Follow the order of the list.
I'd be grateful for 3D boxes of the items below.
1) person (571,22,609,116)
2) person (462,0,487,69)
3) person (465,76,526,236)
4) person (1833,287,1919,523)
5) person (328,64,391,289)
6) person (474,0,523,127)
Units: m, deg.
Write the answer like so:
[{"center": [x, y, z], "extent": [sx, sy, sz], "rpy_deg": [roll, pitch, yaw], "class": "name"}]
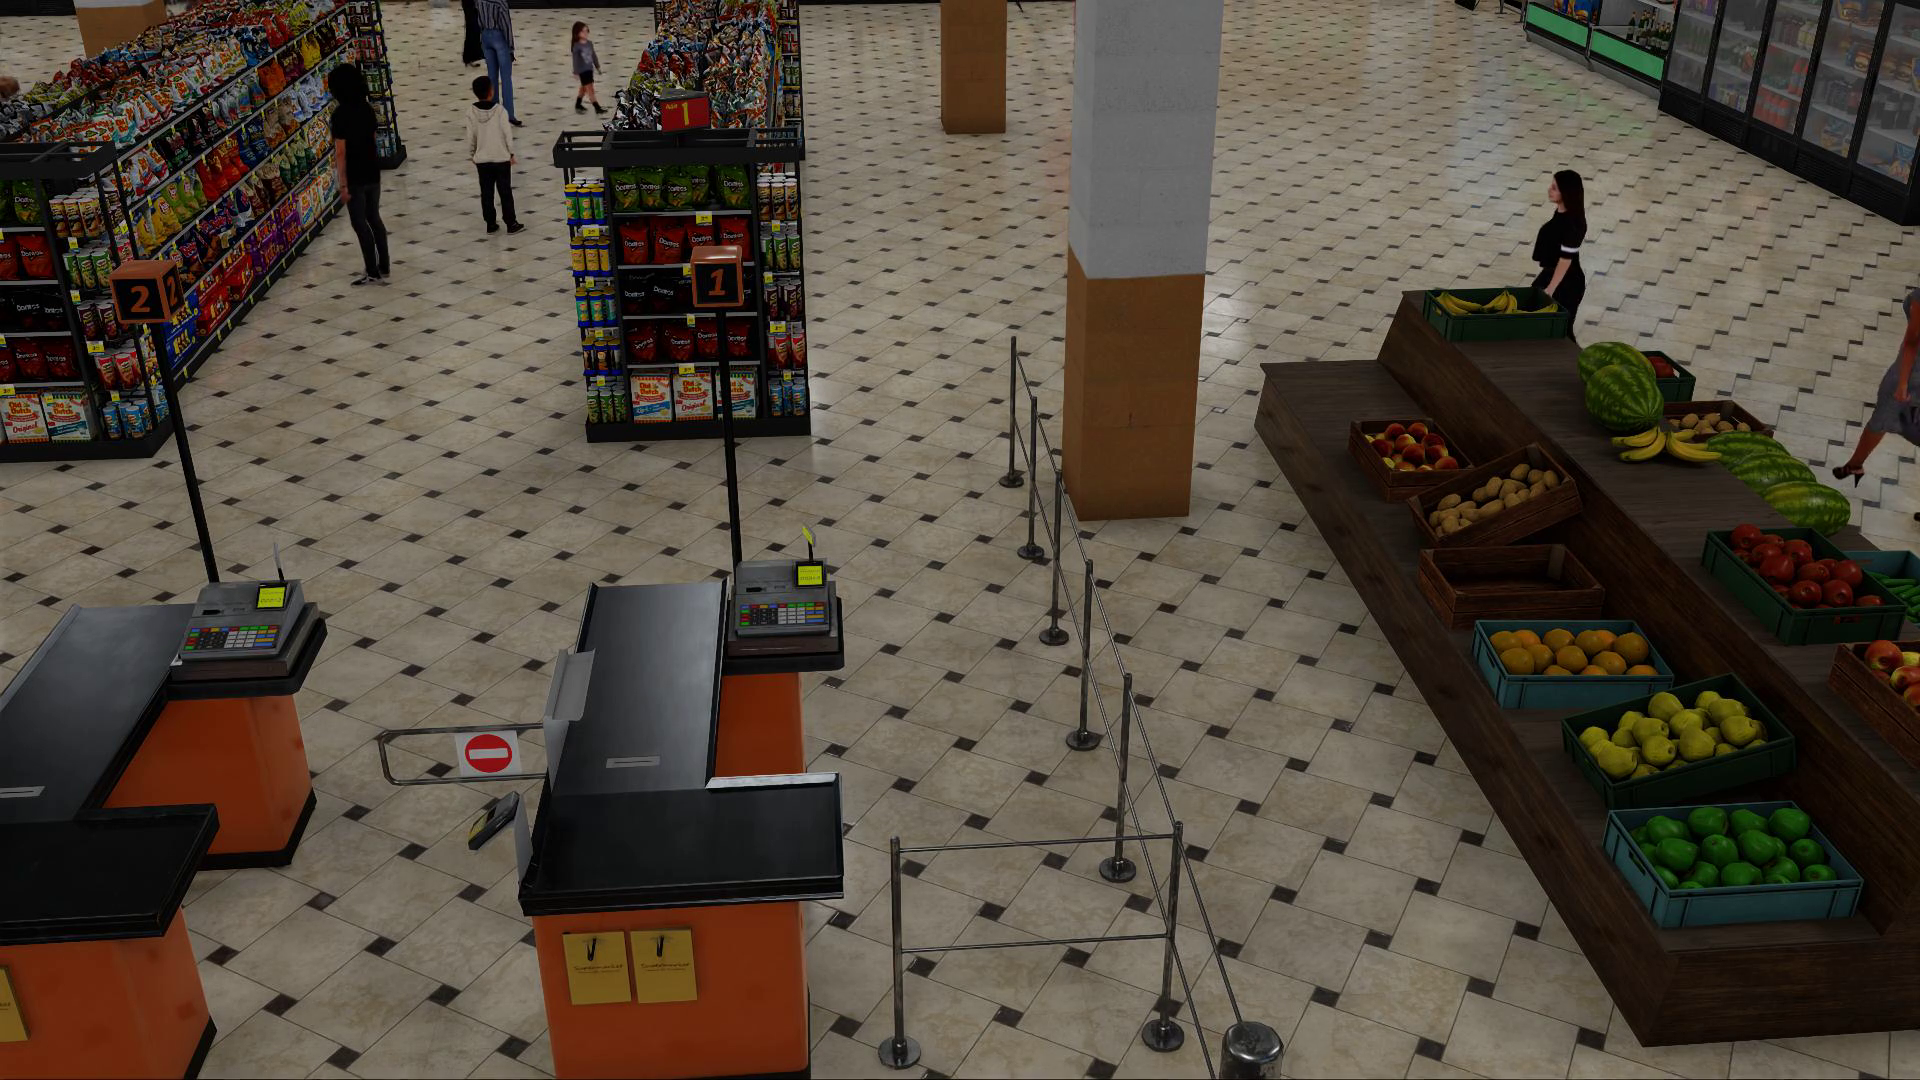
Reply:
[{"center": [-4.552, -5.676, 20.033], "extent": [0.769, 1.080, 0.784], "rpy_deg": [13, 30, 24], "class": "person"}, {"center": [-6.665, -7.181, 22.448], "extent": [0.846, 1.580, 0.833], "rpy_deg": [-15, 31, -27], "class": "person"}, {"center": [-4.355, -3.568, 15.462], "extent": [0.614, 1.455, 0.570], "rpy_deg": [3, 27, 5], "class": "person"}, {"center": [5.800, -0.909, 9.915], "extent": [0.691, 1.730, 1.134], "rpy_deg": [-5, 27, -10], "class": "person"}, {"center": [-5.107, -3.090, 14.125], "extent": [0.881, 1.811, 0.695], "rpy_deg": [6, 28, 12], "class": "person"}, {"center": [-5.397, -5.733, 19.358], "extent": [0.696, 1.792, 0.701], "rpy_deg": [12, 29, 22], "class": "person"}]
